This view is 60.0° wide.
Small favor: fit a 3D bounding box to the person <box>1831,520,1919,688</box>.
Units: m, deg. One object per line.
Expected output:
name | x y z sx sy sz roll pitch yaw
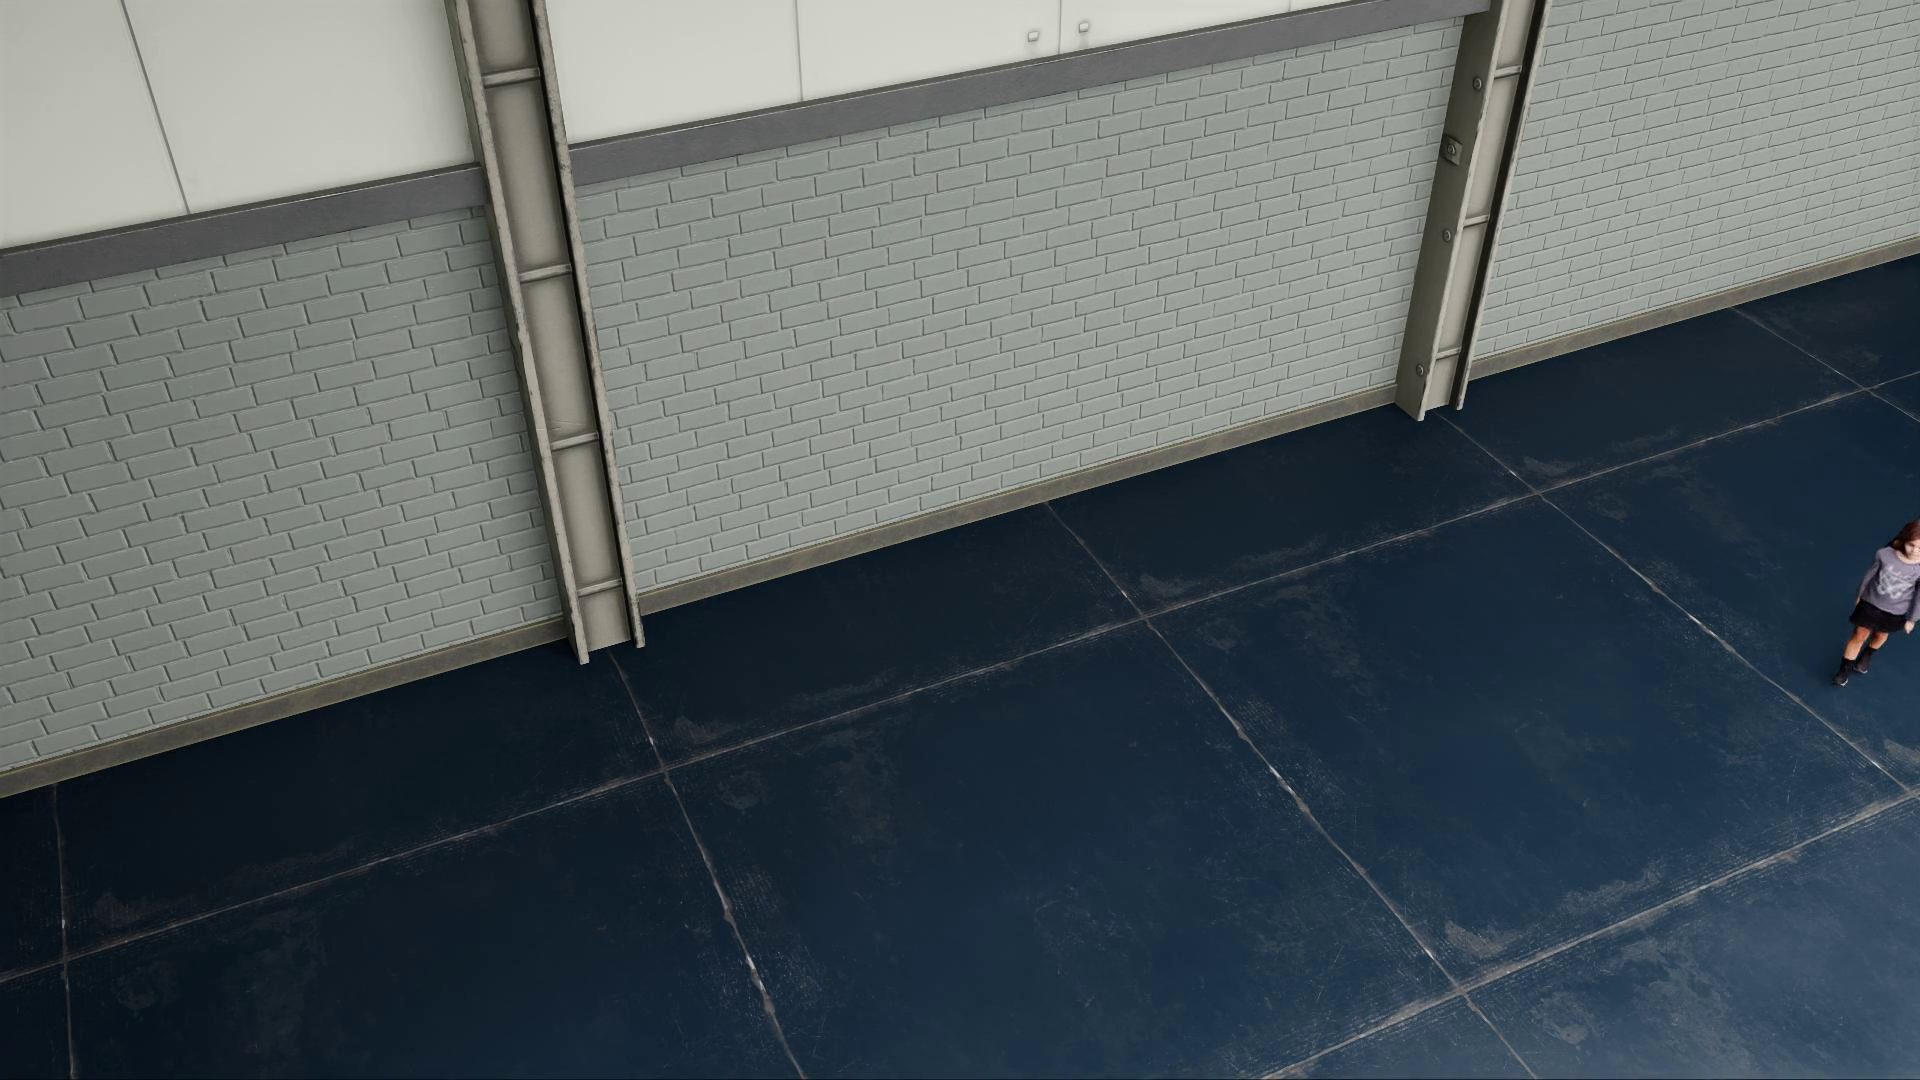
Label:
person | 5.222 0.316 9.334 0.660 1.091 0.759 24 44 27
